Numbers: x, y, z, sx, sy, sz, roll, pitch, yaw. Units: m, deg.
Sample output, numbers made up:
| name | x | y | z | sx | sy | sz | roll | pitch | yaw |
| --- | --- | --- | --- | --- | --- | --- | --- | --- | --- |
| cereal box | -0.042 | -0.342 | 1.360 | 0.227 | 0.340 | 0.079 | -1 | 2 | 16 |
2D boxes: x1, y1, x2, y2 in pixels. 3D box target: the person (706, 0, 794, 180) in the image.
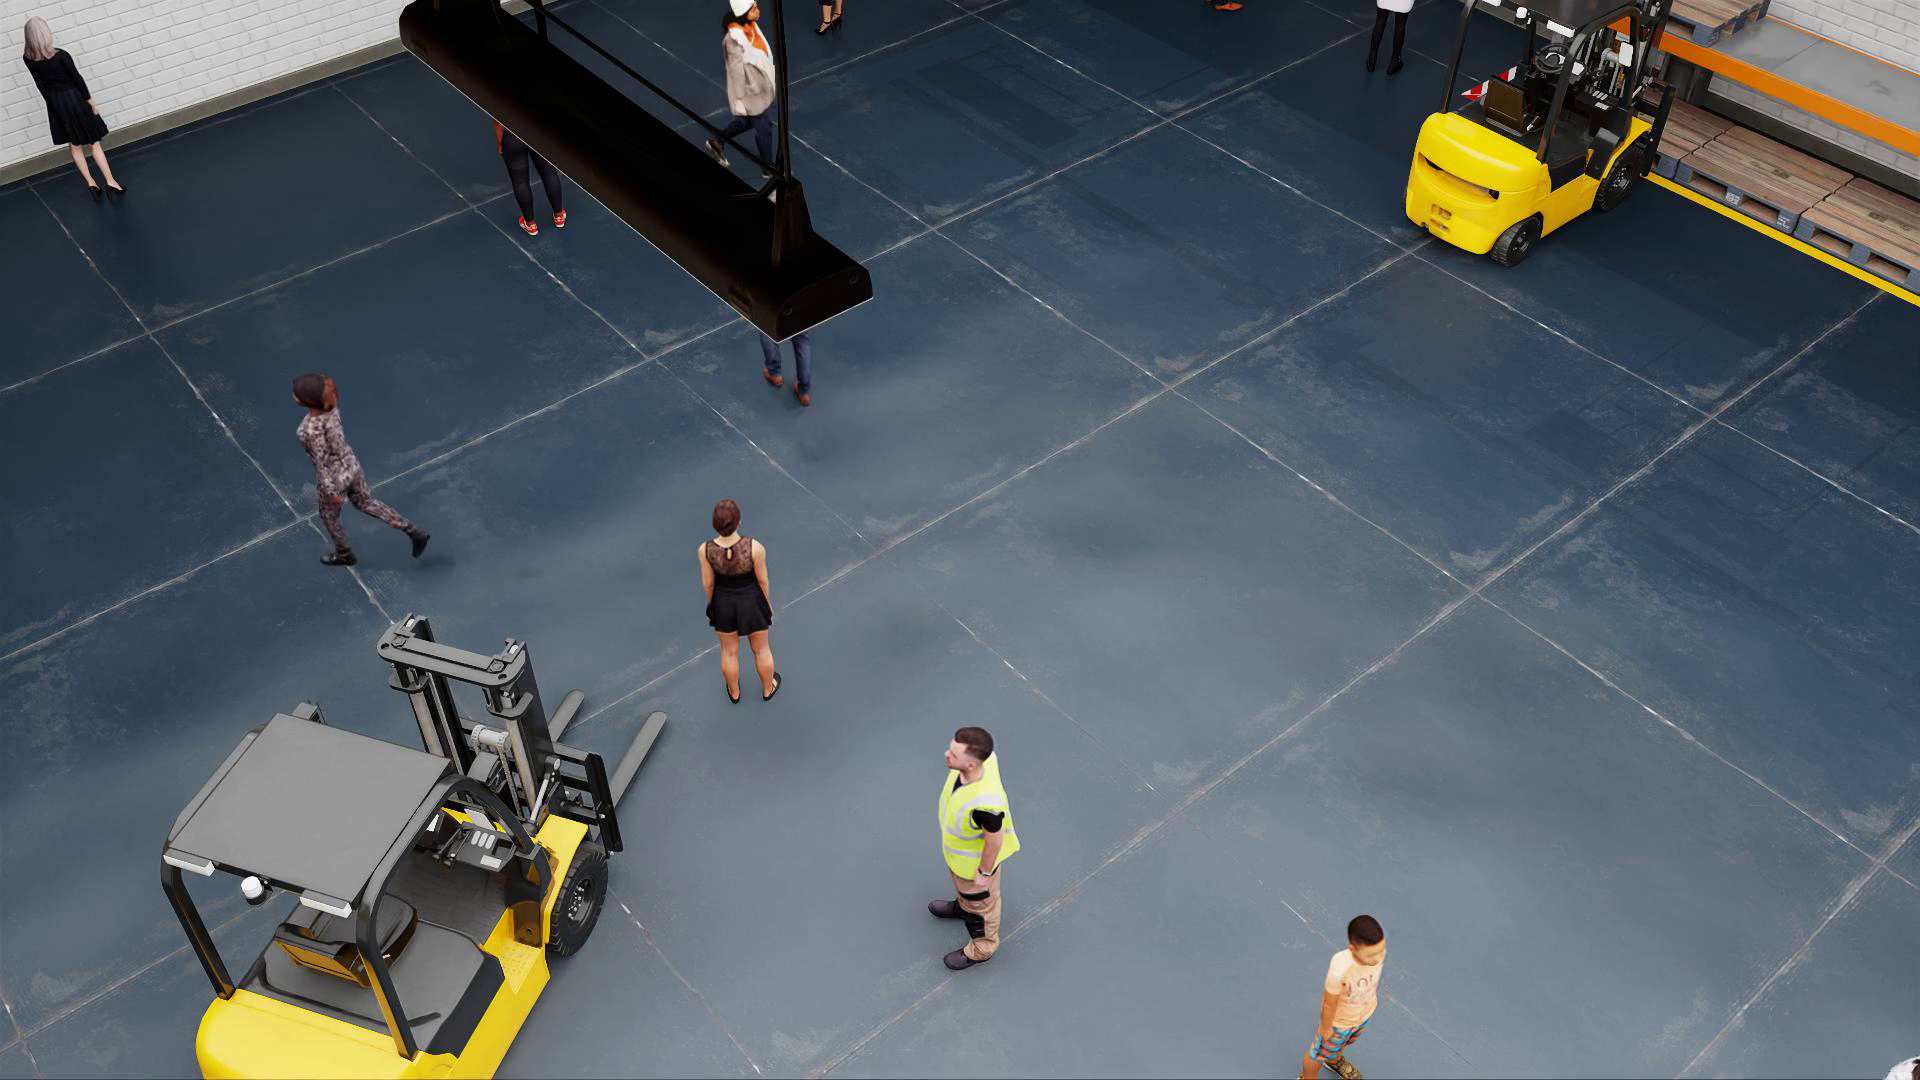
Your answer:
| name | x | y | z | sx | sy | sz | roll | pitch | yaw |
| --- | --- | --- | --- | --- | --- | --- | --- | --- | --- |
| person | -1.988 | -4.127 | 15.035 | 1.178 | 1.864 | 1.114 | 4 | 44 | 4 |

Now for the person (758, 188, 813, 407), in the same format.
| name | x | y | z | sx | sy | sz | roll | pitch | yaw |
| --- | --- | --- | --- | --- | --- | --- | --- | --- | --- |
| person | -1.305 | -1.793 | 12.624 | 0.843 | 1.810 | 0.907 | -16 | 46 | -16 |

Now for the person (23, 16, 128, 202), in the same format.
| name | x | y | z | sx | sy | sz | roll | pitch | yaw |
| --- | --- | --- | --- | --- | --- | --- | --- | --- | --- |
| person | -7.917 | -3.837 | 14.815 | 0.698 | 1.747 | 0.740 | -2 | 44 | -2 |

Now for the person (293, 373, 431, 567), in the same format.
| name | x | y | z | sx | sy | sz | roll | pitch | yaw |
| --- | --- | --- | --- | --- | --- | --- | --- | --- | --- |
| person | -4.139 | -0.440 | 11.290 | 1.083 | 1.691 | 1.025 | 2 | 44 | 3 |

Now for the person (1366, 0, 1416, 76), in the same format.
| name | x | y | z | sx | sy | sz | roll | pitch | yaw |
| --- | --- | --- | --- | --- | --- | --- | --- | --- | --- |
| person | 4.342 | -5.511 | 16.530 | 0.627 | 1.806 | 0.751 | 15 | 46 | 16 |

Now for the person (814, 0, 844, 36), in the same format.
| name | x | y | z | sx | sy | sz | roll | pitch | yaw |
| --- | --- | --- | --- | --- | --- | --- | --- | --- | --- |
| person | -1.396 | -6.106 | 17.116 | 0.624 | 1.859 | 0.666 | 23 | 48 | 23 |

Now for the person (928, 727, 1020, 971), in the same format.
| name | x | y | z | sx | sy | sz | roll | pitch | yaw |
| --- | --- | --- | --- | --- | --- | --- | --- | --- | --- |
| person | 0.062 | 1.635 | 9.000 | 0.899 | 1.846 | 0.813 | -7 | 44 | -8 |

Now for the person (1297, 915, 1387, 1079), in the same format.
| name | x | y | z | sx | sy | sz | roll | pitch | yaw |
| --- | --- | --- | --- | --- | --- | --- | --- | --- | --- |
| person | 1.968 | 2.388 | 8.489 | 0.516 | 1.461 | 0.484 | -29 | 51 | -27 |

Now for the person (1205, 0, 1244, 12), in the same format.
| name | x | y | z | sx | sy | sz | roll | pitch | yaw |
| --- | --- | --- | --- | --- | --- | --- | --- | --- | --- |
| person | 2.832 | -6.515 | 17.595 | 0.774 | 1.791 | 0.623 | -15 | 46 | -15 |

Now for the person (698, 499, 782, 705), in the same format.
| name | x | y | z | sx | sy | sz | roll | pitch | yaw |
| --- | --- | --- | --- | --- | --- | --- | --- | --- | --- |
| person | -1.392 | 0.393 | 10.428 | 0.681 | 1.674 | 0.730 | -1 | 44 | -1 |
